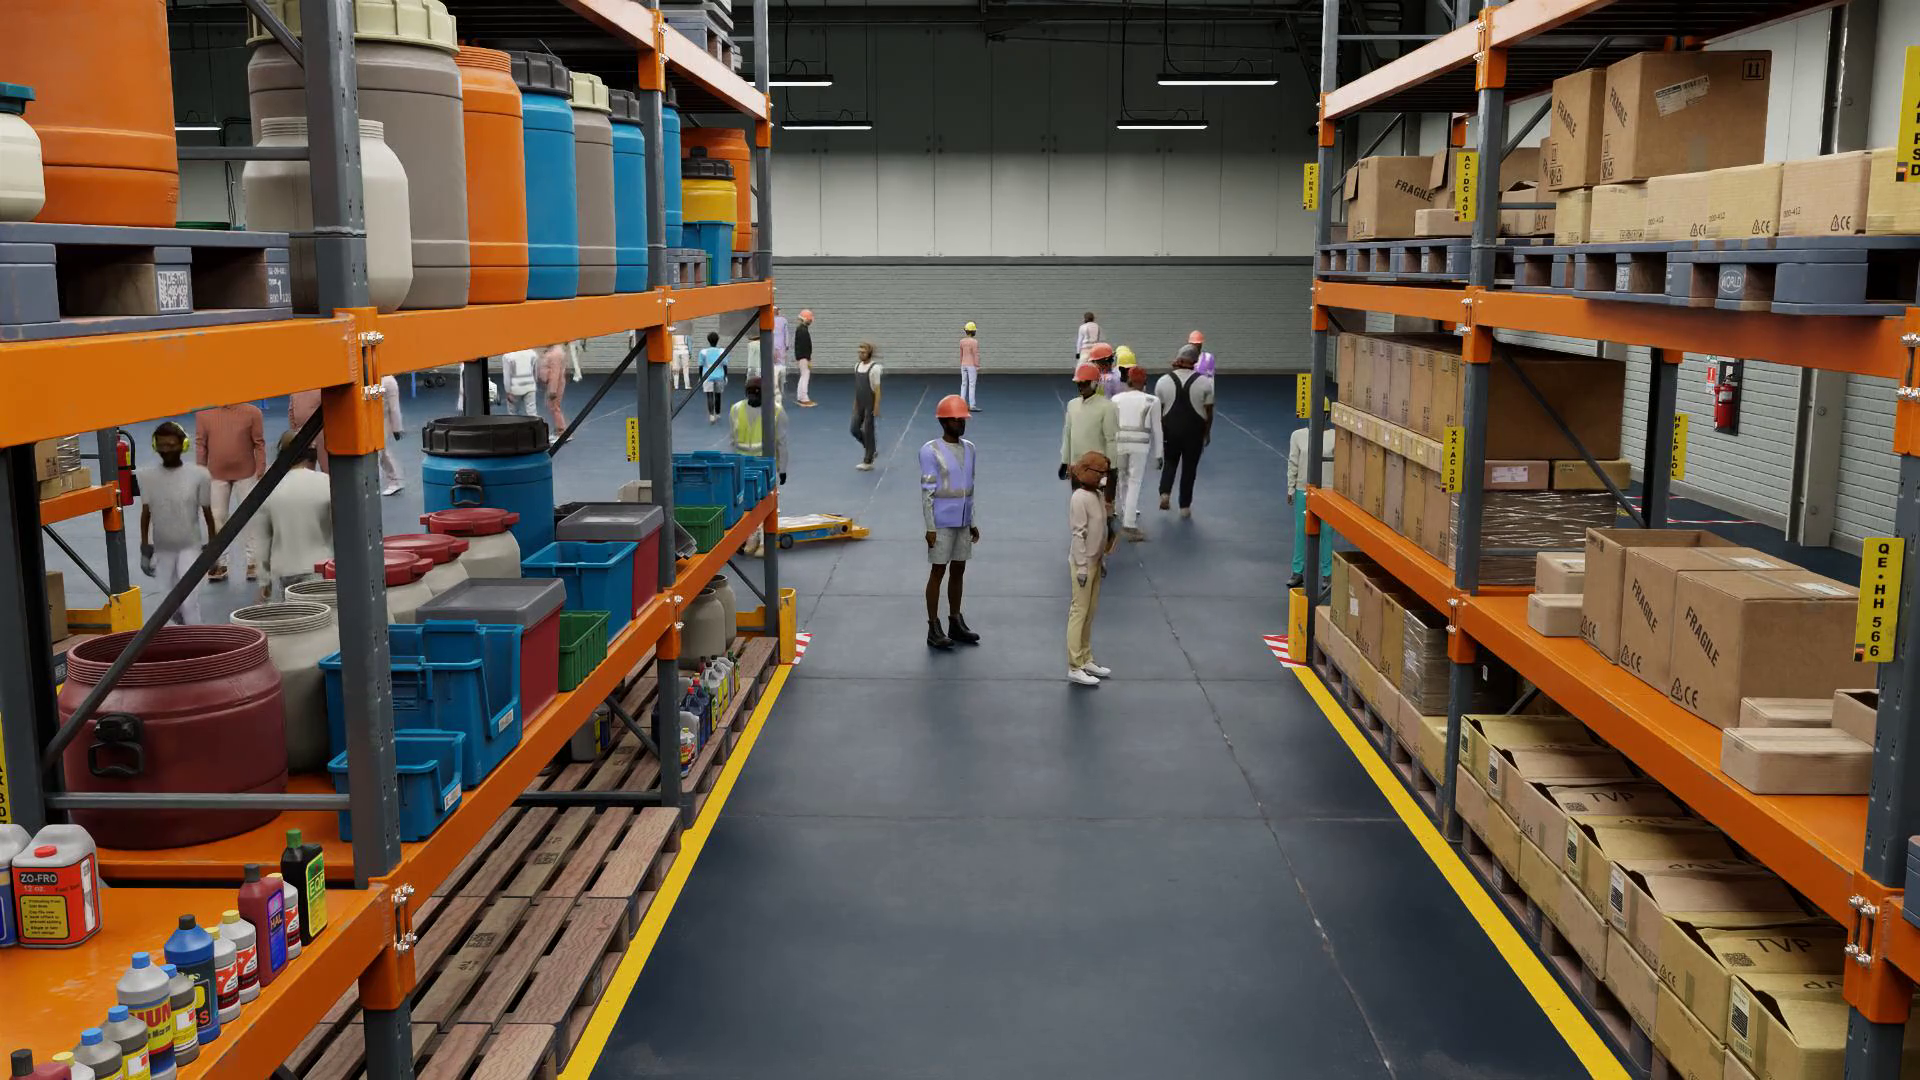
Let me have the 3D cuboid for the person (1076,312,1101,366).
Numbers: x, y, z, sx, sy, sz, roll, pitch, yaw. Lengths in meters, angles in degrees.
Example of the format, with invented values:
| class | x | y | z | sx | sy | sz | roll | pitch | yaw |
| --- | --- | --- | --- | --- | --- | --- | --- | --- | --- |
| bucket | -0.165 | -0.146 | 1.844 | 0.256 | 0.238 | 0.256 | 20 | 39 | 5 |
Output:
| class | x | y | z | sx | sy | sz | roll | pitch | yaw |
| --- | --- | --- | --- | --- | --- | --- | --- | --- | --- |
| person | 2.958 | -4.312 | 38.102 | 0.641 | 1.829 | 0.630 | -8 | 12 | -40 |

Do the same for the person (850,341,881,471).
| class | x | y | z | sx | sy | sz | roll | pitch | yaw |
| --- | --- | --- | --- | --- | --- | --- | --- | --- | --- |
| person | -1.341 | -1.914 | 23.719 | 0.416 | 1.836 | 0.534 | -9 | 13 | -44 |

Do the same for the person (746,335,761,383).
| class | x | y | z | sx | sy | sz | roll | pitch | yaw |
| --- | --- | --- | --- | --- | --- | --- | --- | --- | --- |
| person | -4.200 | -3.504 | 33.881 | 0.355 | 1.632 | 0.519 | 5 | 11 | 27 |

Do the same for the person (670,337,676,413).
| class | x | y | z | sx | sy | sz | roll | pitch | yaw |
| --- | --- | --- | --- | --- | --- | --- | --- | --- | --- |
| person | -5.872 | -3.376 | 32.277 | 0.568 | 1.897 | 0.912 | 5 | 11 | 27 |

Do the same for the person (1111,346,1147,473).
| class | x | y | z | sx | sy | sz | roll | pitch | yaw |
| --- | --- | --- | --- | --- | --- | --- | --- | --- | --- |
| person | 2.347 | -1.837 | 23.437 | 0.503 | 1.773 | 0.658 | -7 | 12 | -37 |

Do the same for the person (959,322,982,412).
| class | x | y | z | sx | sy | sz | roll | pitch | yaw |
| --- | --- | --- | --- | --- | --- | --- | --- | --- | --- |
| person | 0.203 | -3.442 | 33.085 | 0.312 | 1.768 | 0.522 | -9 | 13 | -42 |

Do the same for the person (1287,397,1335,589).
| class | x | y | z | sx | sy | sz | roll | pitch | yaw |
| --- | --- | --- | --- | --- | --- | --- | --- | --- | --- |
| person | 3.235 | -0.447 | 15.137 | 0.527 | 1.772 | 0.305 | 4 | 10 | 23 |

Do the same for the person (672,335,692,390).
| class | x | y | z | sx | sy | sz | roll | pitch | yaw |
| --- | --- | --- | --- | --- | --- | --- | --- | --- | --- |
| person | -6.494 | -4.318 | 38.710 | 0.513 | 1.641 | 0.307 | 1 | 9 | 3 |

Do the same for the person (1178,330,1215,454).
| class | x | y | z | sx | sy | sz | roll | pitch | yaw |
| --- | --- | --- | --- | --- | --- | --- | --- | --- | --- |
| person | 3.584 | -2.217 | 25.261 | 0.563 | 1.928 | 0.423 | 0 | 9 | 2 |

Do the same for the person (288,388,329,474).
| class | x | y | z | sx | sy | sz | roll | pitch | yaw |
| --- | --- | --- | --- | --- | --- | --- | --- | --- | --- |
| person | -7.515 | -1.216 | 19.331 | 0.654 | 1.905 | 0.408 | 2 | 10 | 12 |

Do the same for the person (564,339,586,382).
| class | x | y | z | sx | sy | sz | roll | pitch | yaw |
| --- | --- | --- | --- | --- | --- | --- | --- | --- | --- |
| person | -9.551 | -4.855 | 41.355 | 0.526 | 1.842 | 0.890 | -6 | 11 | -30 |

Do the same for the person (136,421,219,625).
| class | x | y | z | sx | sy | sz | roll | pitch | yaw |
| --- | --- | --- | --- | --- | --- | --- | --- | --- | --- |
| person | -5.573 | 0.055 | 11.893 | 0.528 | 1.848 | 0.623 | -1 | 10 | -8 |

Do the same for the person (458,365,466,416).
| class | x | y | z | sx | sy | sz | roll | pitch | yaw |
| --- | --- | --- | --- | --- | --- | --- | --- | --- | --- |
| person | -6.641 | -1.797 | 22.883 | 0.828 | 1.884 | 0.612 | -1 | 10 | -8 |

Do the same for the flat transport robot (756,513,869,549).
| class | x | y | z | sx | sy | sz | roll | pitch | yaw |
| --- | --- | --- | --- | --- | --- | --- | --- | --- | --- |
| flat transport robot | -1.743 | -0.105 | 17.691 | 1.431 | 0.197 | 0.652 | -7 | 12 | -37 |

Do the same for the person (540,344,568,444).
| class | x | y | z | sx | sy | sz | roll | pitch | yaw |
| --- | --- | --- | --- | --- | --- | --- | --- | --- | --- |
| person | -6.641 | -2.500 | 27.159 | 0.426 | 1.865 | 0.713 | -3 | 10 | -18 |

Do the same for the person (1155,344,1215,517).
| class | x | y | z | sx | sy | sz | roll | pitch | yaw |
| --- | --- | --- | --- | --- | --- | --- | --- | --- | --- |
| person | 2.631 | -1.285 | 19.473 | 0.694 | 2.000 | 0.540 | 3 | 10 | 15 |

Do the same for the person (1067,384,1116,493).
| class | x | y | z | sx | sy | sz | roll | pitch | yaw |
| --- | --- | --- | --- | --- | --- | --- | --- | --- | --- |
| person | 1.339 | -0.817 | 17.451 | 0.522 | 1.731 | 0.768 | -3 | 10 | -20 |

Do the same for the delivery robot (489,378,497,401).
| class | x | y | z | sx | sy | sz | roll | pitch | yaw |
| --- | --- | --- | --- | --- | --- | --- | --- | --- | --- |
| delivery robot | -9.846 | -3.133 | 34.699 | 0.477 | 0.478 | 0.707 | -2 | 10 | -14 |

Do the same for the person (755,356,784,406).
| class | x | y | z | sx | sy | sz | roll | pitch | yaw |
| --- | --- | --- | --- | --- | --- | --- | --- | --- | --- |
| person | -2.986 | -2.177 | 26.033 | 0.544 | 1.589 | 0.872 | -6 | 11 | -32 |

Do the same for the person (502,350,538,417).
| class | x | y | z | sx | sy | sz | roll | pitch | yaw |
| --- | --- | --- | --- | --- | --- | --- | --- | --- | --- |
| person | -6.987 | -2.395 | 26.452 | 0.622 | 1.895 | 1.026 | -7 | 12 | -35 |

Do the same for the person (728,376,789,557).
| class | x | y | z | sx | sy | sz | roll | pitch | yaw |
| --- | --- | --- | --- | --- | --- | --- | --- | --- | --- |
| person | -2.021 | -0.730 | 16.649 | 0.648 | 1.825 | 0.452 | 2 | 10 | 10 |

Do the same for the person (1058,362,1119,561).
| class | x | y | z | sx | sy | sz | roll | pitch | yaw |
| --- | --- | --- | --- | --- | --- | --- | --- | --- | --- |
| person | 1.252 | -0.760 | 16.380 | 0.461 | 1.978 | 0.620 | -7 | 12 | -36 |

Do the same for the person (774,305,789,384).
| class | x | y | z | sx | sy | sz | roll | pitch | yaw |
| --- | --- | --- | --- | --- | --- | --- | --- | --- | --- |
| person | -4.499 | -4.787 | 40.719 | 0.643 | 1.909 | 0.410 | -1 | 10 | -5 |

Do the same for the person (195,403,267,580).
| class | x | y | z | sx | sy | sz | roll | pitch | yaw |
| --- | --- | --- | --- | --- | --- | --- | --- | --- | --- |
| person | -6.796 | -0.618 | 15.519 | 0.612 | 1.983 | 0.407 | -2 | 10 | -10 |

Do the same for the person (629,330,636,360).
| class | x | y | z | sx | sy | sz | roll | pitch | yaw |
| --- | --- | --- | --- | --- | --- | --- | --- | --- | --- |
| person | -7.544 | -4.500 | 39.243 | 0.521 | 1.839 | 0.905 | -4 | 10 | -24 |

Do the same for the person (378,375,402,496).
| class | x | y | z | sx | sy | sz | roll | pitch | yaw |
| --- | --- | --- | --- | --- | --- | --- | --- | --- | --- |
| person | -7.353 | -1.442 | 20.864 | 0.644 | 1.857 | 1.011 | 5 | 11 | 27 |

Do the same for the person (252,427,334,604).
| class | x | y | z | sx | sy | sz | roll | pitch | yaw |
| --- | --- | --- | --- | --- | --- | --- | --- | --- | --- |
| person | -4.262 | 0.218 | 10.788 | 0.632 | 1.902 | 0.983 | 1 | 10 | 5 |

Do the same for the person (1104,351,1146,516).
| class | x | y | z | sx | sy | sz | roll | pitch | yaw |
| --- | --- | --- | --- | --- | --- | --- | --- | --- | --- |
| person | 1.921 | -1.242 | 19.425 | 0.591 | 1.926 | 0.386 | -4 | 10 | -23 |

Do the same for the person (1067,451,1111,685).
| class | x | y | z | sx | sy | sz | roll | pitch | yaw |
| --- | --- | --- | --- | --- | --- | --- | --- | --- | --- |
| person | 0.919 | 0.183 | 11.768 | 0.279 | 1.633 | 0.499 | 4 | 10 | 21 |

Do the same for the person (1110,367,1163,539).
| class | x | y | z | sx | sy | sz | roll | pitch | yaw |
| --- | --- | --- | --- | --- | --- | --- | --- | --- | --- |
| person | 1.902 | -0.965 | 18.098 | 0.665 | 1.808 | 1.048 | 4 | 10 | 24 |

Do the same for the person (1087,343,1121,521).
| class | x | y | z | sx | sy | sz | roll | pitch | yaw |
| --- | --- | --- | --- | --- | --- | --- | --- | --- | --- |
| person | 1.647 | -1.249 | 19.139 | 0.382 | 2.038 | 0.606 | 2 | 10 | 14 |

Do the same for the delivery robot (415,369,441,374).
| class | x | y | z | sx | sy | sz | roll | pitch | yaw |
| --- | --- | --- | --- | --- | --- | --- | --- | --- | --- |
| delivery robot | -12.700 | -4.079 | 39.589 | 0.698 | 0.223 | 0.335 | 4 | 10 | 21 |

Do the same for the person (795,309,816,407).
| class | x | y | z | sx | sy | sz | roll | pitch | yaw |
| --- | --- | --- | --- | --- | --- | --- | --- | --- | --- |
| person | -3.201 | -3.753 | 34.269 | 0.392 | 1.992 | 0.639 | -3 | 10 | -17 |

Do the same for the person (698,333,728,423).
| class | x | y | z | sx | sy | sz | roll | pitch | yaw |
| --- | --- | --- | --- | --- | --- | --- | --- | --- | --- |
| person | -4.572 | -3.007 | 30.829 | 0.540 | 1.652 | 0.857 | -2 | 10 | -10 |

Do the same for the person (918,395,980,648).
| class | x | y | z | sx | sy | sz | roll | pitch | yaw |
| --- | --- | --- | --- | --- | --- | --- | --- | --- | --- |
| person | -0.063 | -0.152 | 12.849 | 0.347 | 1.943 | 0.544 | 9 | 13 | 44 |
